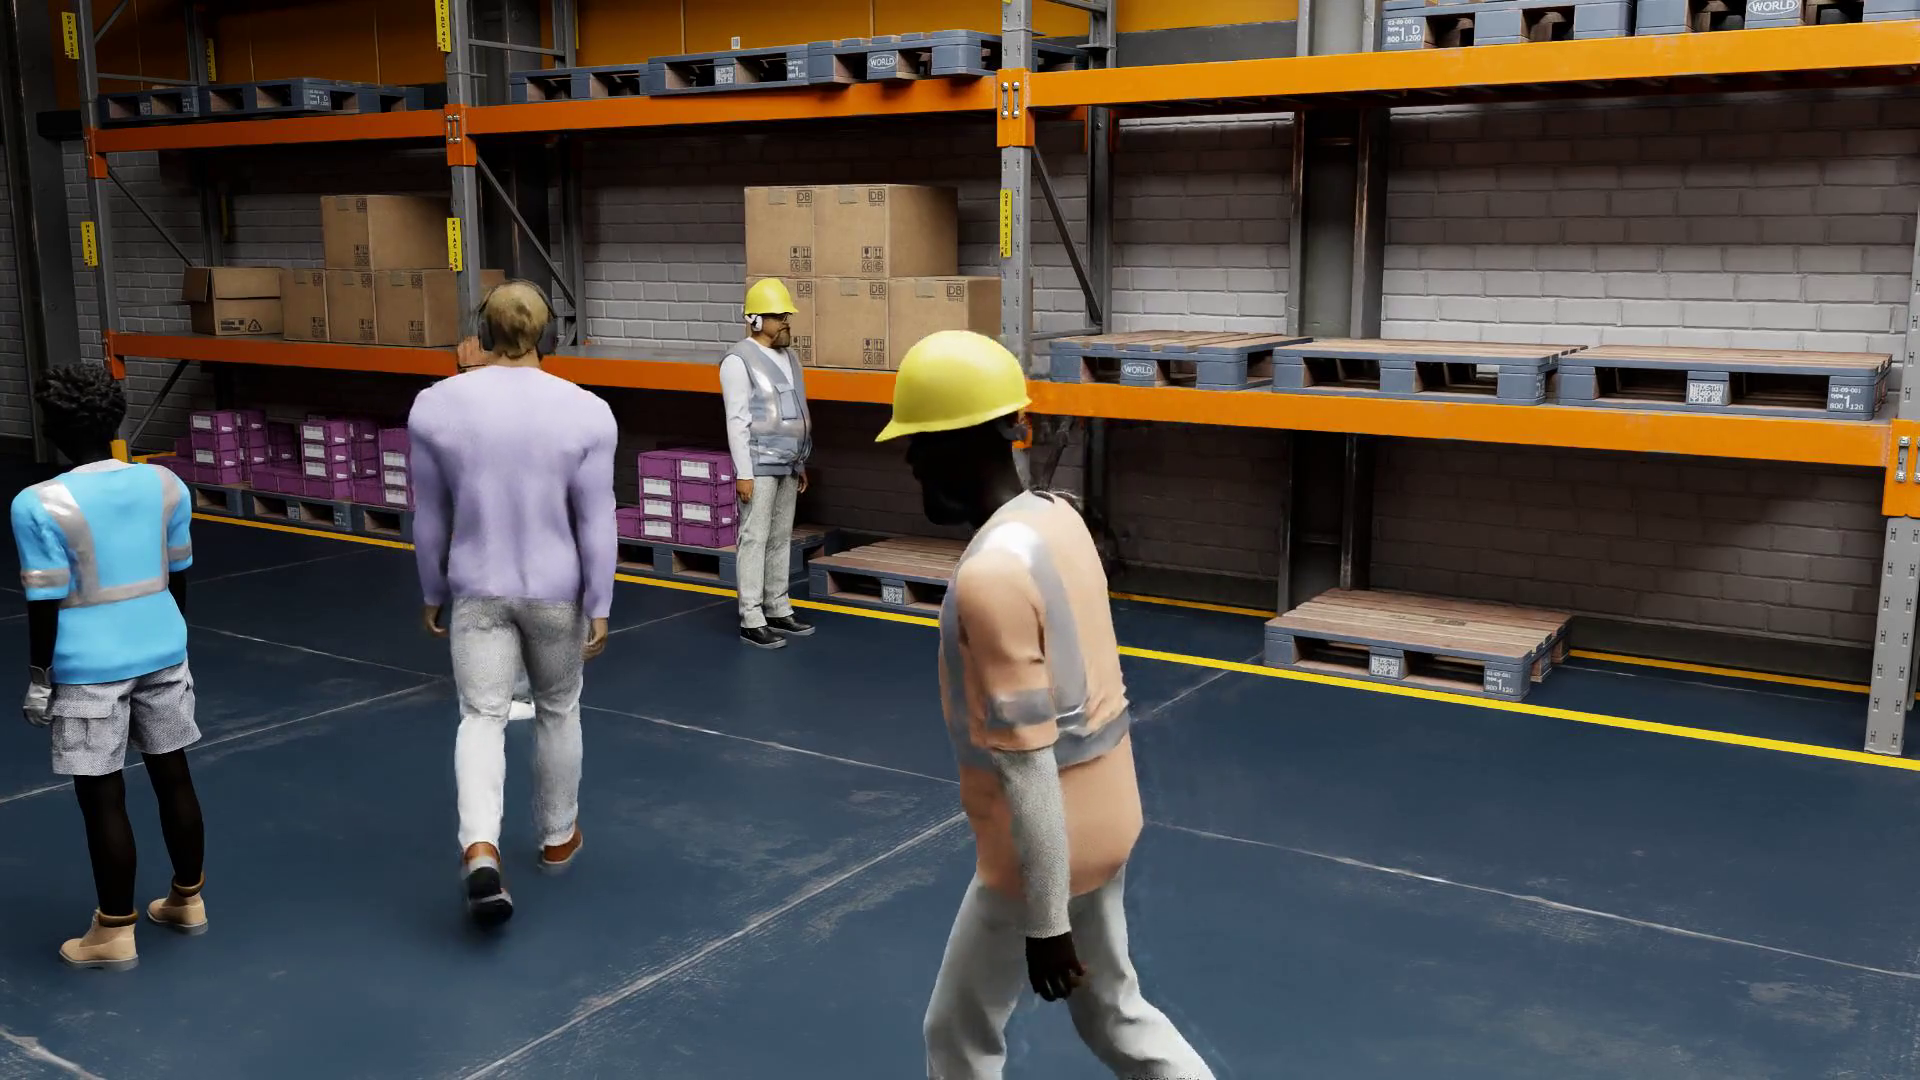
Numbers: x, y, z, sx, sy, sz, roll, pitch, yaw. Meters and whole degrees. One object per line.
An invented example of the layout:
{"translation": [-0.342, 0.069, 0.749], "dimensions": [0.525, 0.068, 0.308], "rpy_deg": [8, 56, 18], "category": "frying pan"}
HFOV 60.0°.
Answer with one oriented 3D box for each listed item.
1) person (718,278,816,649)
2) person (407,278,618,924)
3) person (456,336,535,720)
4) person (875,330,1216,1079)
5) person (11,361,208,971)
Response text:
{"translation": [-0.947, -0.387, 8.352], "dimensions": [0.404, 1.833, 0.587], "rpy_deg": [5, 11, 24], "category": "person"}
{"translation": [-1.343, 0.174, 5.028], "dimensions": [0.631, 1.916, 0.876], "rpy_deg": [-1, 10, -7], "category": "person"}
{"translation": [-1.947, -0.047, 7.038], "dimensions": [0.285, 1.624, 0.503], "rpy_deg": [-3, 11, -14], "category": "person"}
{"translation": [0.246, 0.550, 3.079], "dimensions": [0.892, 1.877, 0.607], "rpy_deg": [3, 11, 17], "category": "person"}
{"translation": [-2.367, 0.351, 4.648], "dimensions": [0.319, 1.693, 0.532], "rpy_deg": [4, 11, 23], "category": "person"}
